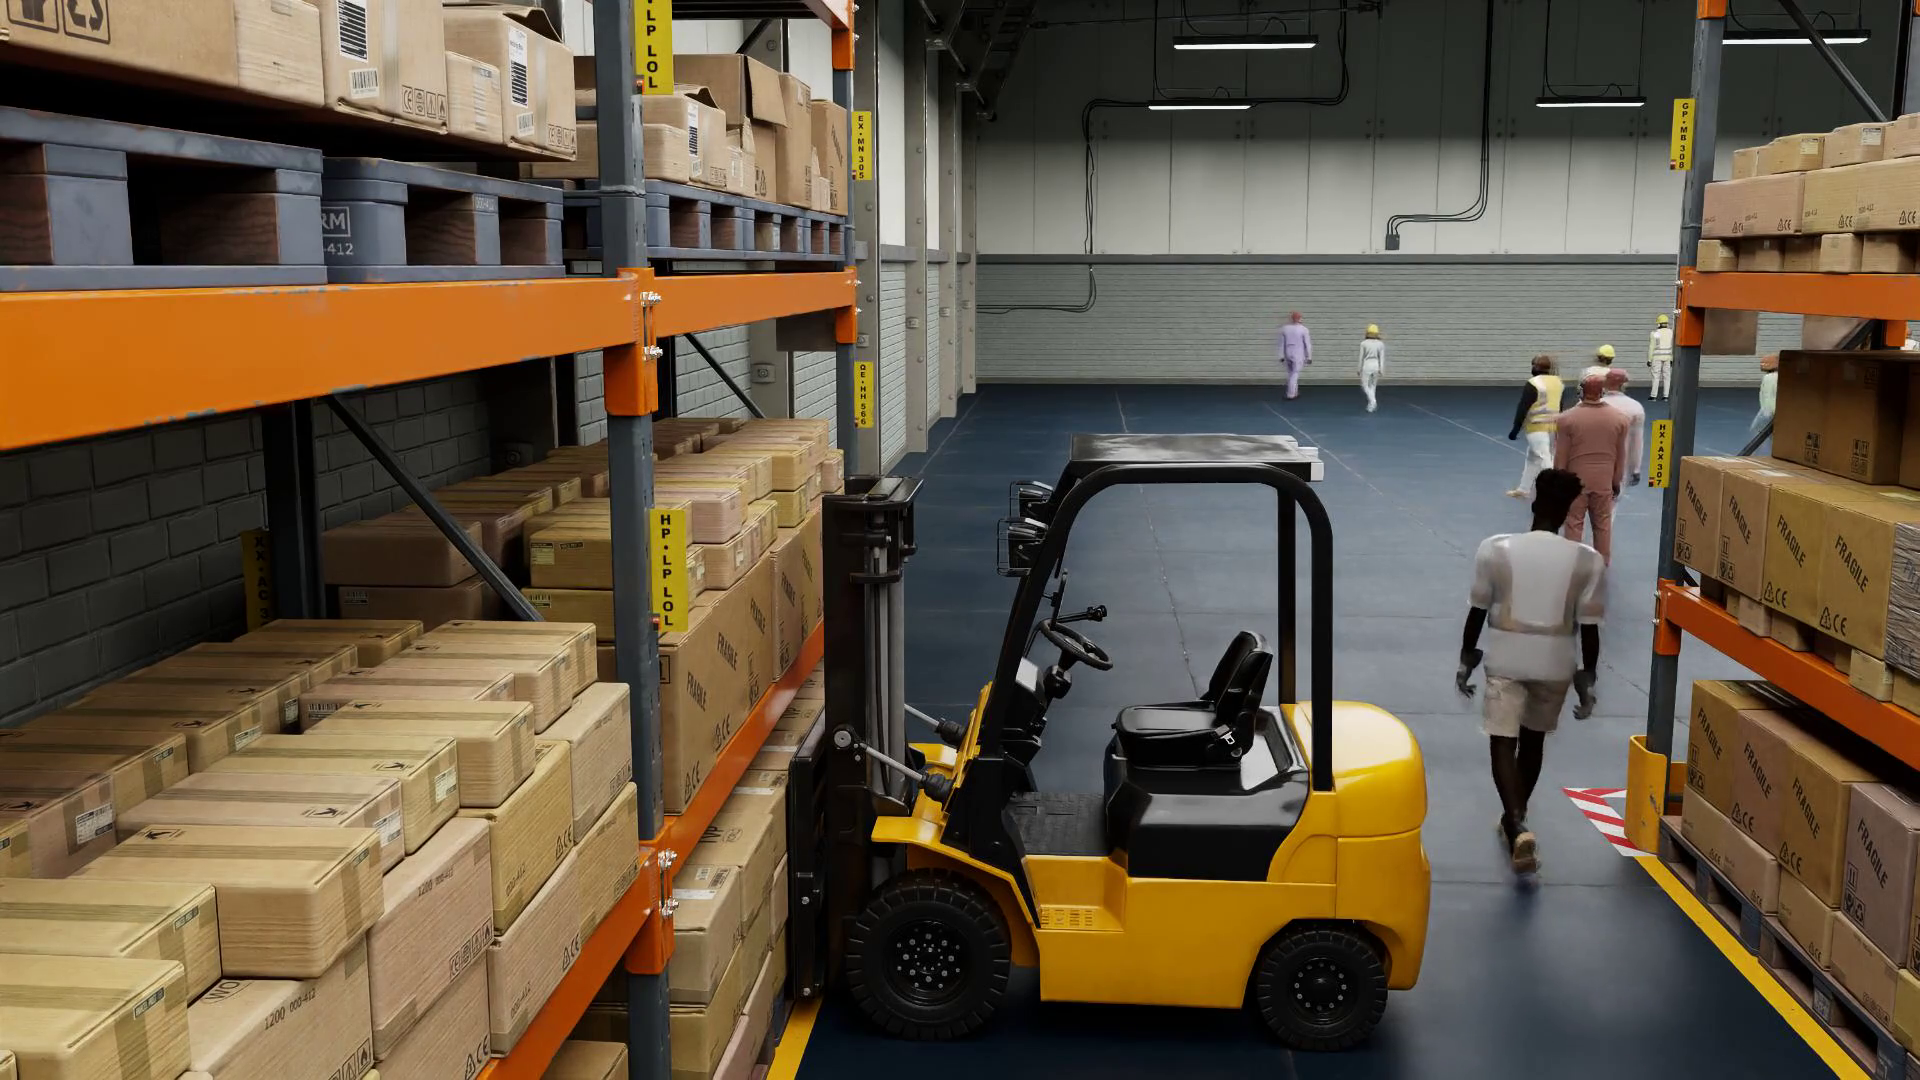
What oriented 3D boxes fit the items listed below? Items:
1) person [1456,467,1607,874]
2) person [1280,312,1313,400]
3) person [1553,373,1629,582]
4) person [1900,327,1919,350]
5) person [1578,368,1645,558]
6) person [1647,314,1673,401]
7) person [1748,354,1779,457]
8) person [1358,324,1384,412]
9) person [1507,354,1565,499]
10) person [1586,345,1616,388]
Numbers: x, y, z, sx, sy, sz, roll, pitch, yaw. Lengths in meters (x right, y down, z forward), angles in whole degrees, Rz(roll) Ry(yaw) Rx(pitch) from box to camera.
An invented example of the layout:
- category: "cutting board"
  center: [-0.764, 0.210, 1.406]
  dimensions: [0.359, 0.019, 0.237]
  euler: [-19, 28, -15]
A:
- category: "person"
  center: [2.718, 0.609, 7.931]
  dimensions: [0.650, 1.918, 0.899]
  euler: [2, 10, 11]
- category: "person"
  center: [7.242, -3.924, 35.509]
  dimensions: [0.862, 1.870, 0.665]
  euler: [-9, 13, -44]
- category: "person"
  center: [5.604, -0.535, 14.877]
  dimensions: [0.642, 1.913, 0.410]
  euler: [0, 9, -1]
- category: "person"
  center: [18.850, -3.427, 33.230]
  dimensions: [0.514, 1.636, 0.315]
  euler: [1, 9, 7]
- category: "person"
  center: [6.285, -0.730, 16.199]
  dimensions: [0.670, 1.878, 0.467]
  euler: [6, 11, 32]
- category: "person"
  center: [14.816, -3.844, 35.154]
  dimensions: [0.590, 1.836, 0.404]
  euler: [-1, 9, -4]
- category: "person"
  center: [11.328, -1.811, 23.475]
  dimensions: [0.524, 1.611, 0.599]
  euler: [-9, 13, -43]
- category: "person"
  center: [8.031, -3.341, 32.418]
  dimensions: [0.489, 1.729, 0.608]
  euler: [-2, 9, -9]
- category: "person"
  center: [7.052, -1.336, 20.099]
  dimensions: [0.625, 1.802, 0.938]
  euler: [-7, 12, -37]
- category: "person"
  center: [9.066, -1.877, 23.488]
  dimensions: [0.394, 1.750, 0.542]
  euler: [-5, 11, -27]
